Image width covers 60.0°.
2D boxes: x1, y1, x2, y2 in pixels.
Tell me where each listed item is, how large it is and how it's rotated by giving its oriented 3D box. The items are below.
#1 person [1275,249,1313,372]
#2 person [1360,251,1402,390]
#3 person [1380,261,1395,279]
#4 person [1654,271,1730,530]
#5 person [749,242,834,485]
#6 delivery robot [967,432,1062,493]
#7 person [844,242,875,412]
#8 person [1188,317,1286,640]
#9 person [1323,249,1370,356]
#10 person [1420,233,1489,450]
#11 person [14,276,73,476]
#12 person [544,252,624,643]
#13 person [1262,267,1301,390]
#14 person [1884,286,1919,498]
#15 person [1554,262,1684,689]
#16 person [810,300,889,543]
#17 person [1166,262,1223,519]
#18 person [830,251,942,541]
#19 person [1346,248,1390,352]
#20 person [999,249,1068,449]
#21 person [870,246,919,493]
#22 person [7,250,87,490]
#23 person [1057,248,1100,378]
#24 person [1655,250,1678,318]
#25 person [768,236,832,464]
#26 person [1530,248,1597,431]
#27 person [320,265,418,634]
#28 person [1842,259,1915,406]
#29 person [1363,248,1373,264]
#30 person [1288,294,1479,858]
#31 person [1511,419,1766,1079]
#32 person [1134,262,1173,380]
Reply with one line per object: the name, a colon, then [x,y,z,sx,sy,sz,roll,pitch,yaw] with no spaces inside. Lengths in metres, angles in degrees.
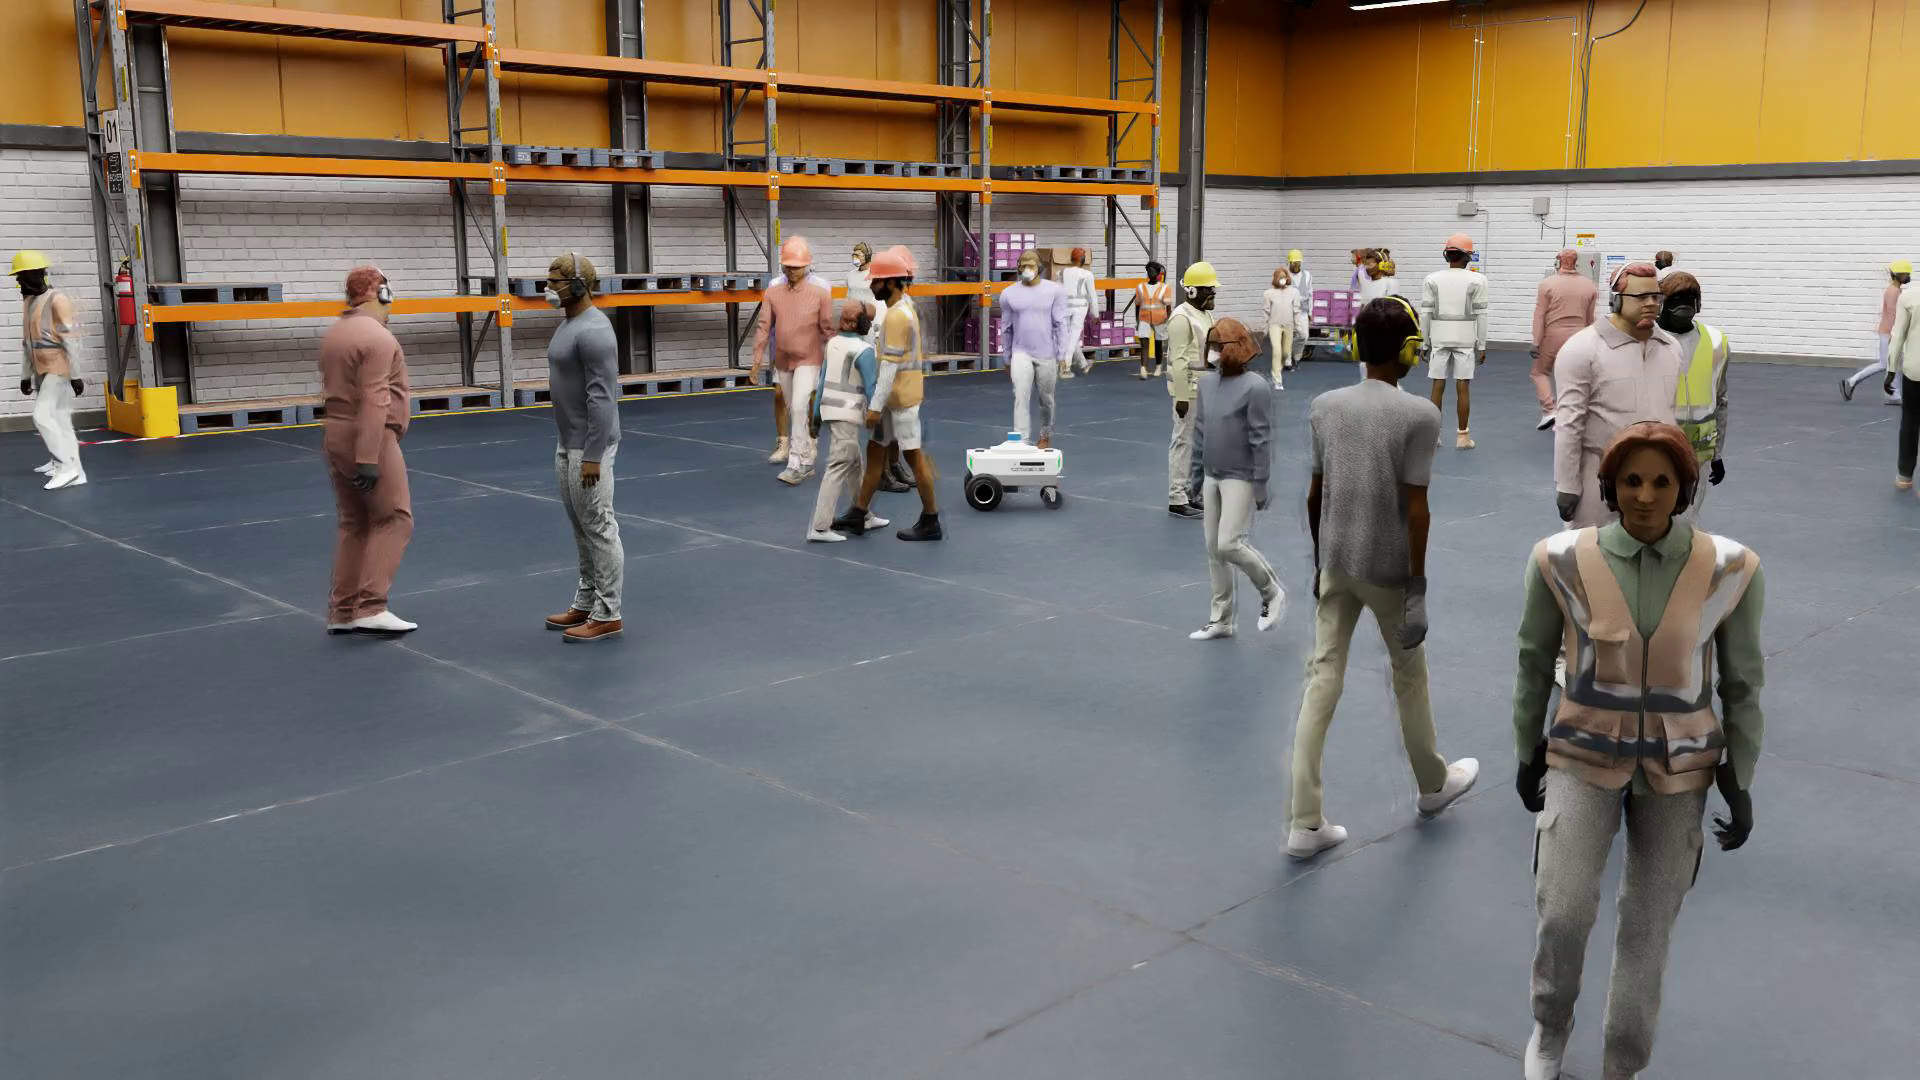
person: [4.929,-3.380,24.582,0.614,1.816,0.424,-2,11,-9]
person: [4.713,-2.321,18.719,0.575,1.858,0.519,-7,13,-34]
person: [7.198,-3.909,28.084,0.769,1.595,0.514,1,10,3]
person: [3.596,-0.437,8.469,0.633,1.842,0.429,0,10,0]
person: [-1.395,-1.431,13.577,0.633,1.949,0.934,5,11,23]
delivery robot: [0.406,-0.561,12.402,0.707,0.478,0.477,0,10,-1]
person: [-1.096,-2.442,19.137,0.635,1.938,0.359,10,14,42]
person: [1.364,-0.291,8.279,0.409,1.625,0.500,-6,12,-29]
person: [6.652,-3.958,27.819,0.987,1.792,0.570,4,11,18]
person: [4.665,-1.862,15.727,0.618,2.046,0.423,5,12,26]
person: [-7.738,-1.412,14.060,0.325,1.740,0.493,-9,14,-40]
person: [-1.892,-0.461,8.340,0.372,1.939,0.630,-5,12,-27]
person: [4.243,-2.820,22.089,0.500,1.612,0.712,-1,10,-8]
person: [7.632,-1.335,13.022,0.661,1.962,0.898,6,12,30]
person: [2.919,-0.262,7.337,0.645,1.907,0.400,-4,11,-19]
person: [-0.719,-0.795,11.102,0.797,1.593,0.557,-7,13,-34]
person: [1.697,-1.077,11.984,0.403,1.831,0.595,5,12,26]
person: [-0.537,-0.927,10.950,0.912,1.900,0.560,0,10,-1]
person: [7.143,-4.099,28.559,1.005,1.810,0.565,2,11,8]
person: [0.672,-1.677,15.075,0.632,1.910,0.936,1,10,8]
person: [-0.491,-1.353,13.198,0.361,1.939,0.543,4,11,20]
person: [-7.278,-1.338,13.218,0.610,1.900,0.566,8,13,36]
person: [1.713,-3.255,23.849,0.607,1.829,0.991,8,13,36]
person: [10.369,-3.336,24.391,0.840,1.814,0.624,10,14,43]
person: [-1.423,-1.647,14.636,0.602,2.004,0.789,2,11,13]
person: [6.153,-2.036,17.053,0.680,1.887,0.435,-2,11,-8]
person: [-3.034,-0.450,8.462,0.668,1.870,0.502,10,15,44]
person: [11.001,-2.464,19.789,0.686,1.744,0.530,8,13,36]
person: [7.089,-4.151,28.869,0.673,1.802,0.524,3,11,18]
person: [1.412,0.104,5.570,0.550,1.818,0.971,10,14,43]
person: [1.509,0.541,3.737,0.516,1.626,0.370,3,11,15]
person: [2.727,-3.095,23.484,0.545,1.651,0.866,3,11,14]
